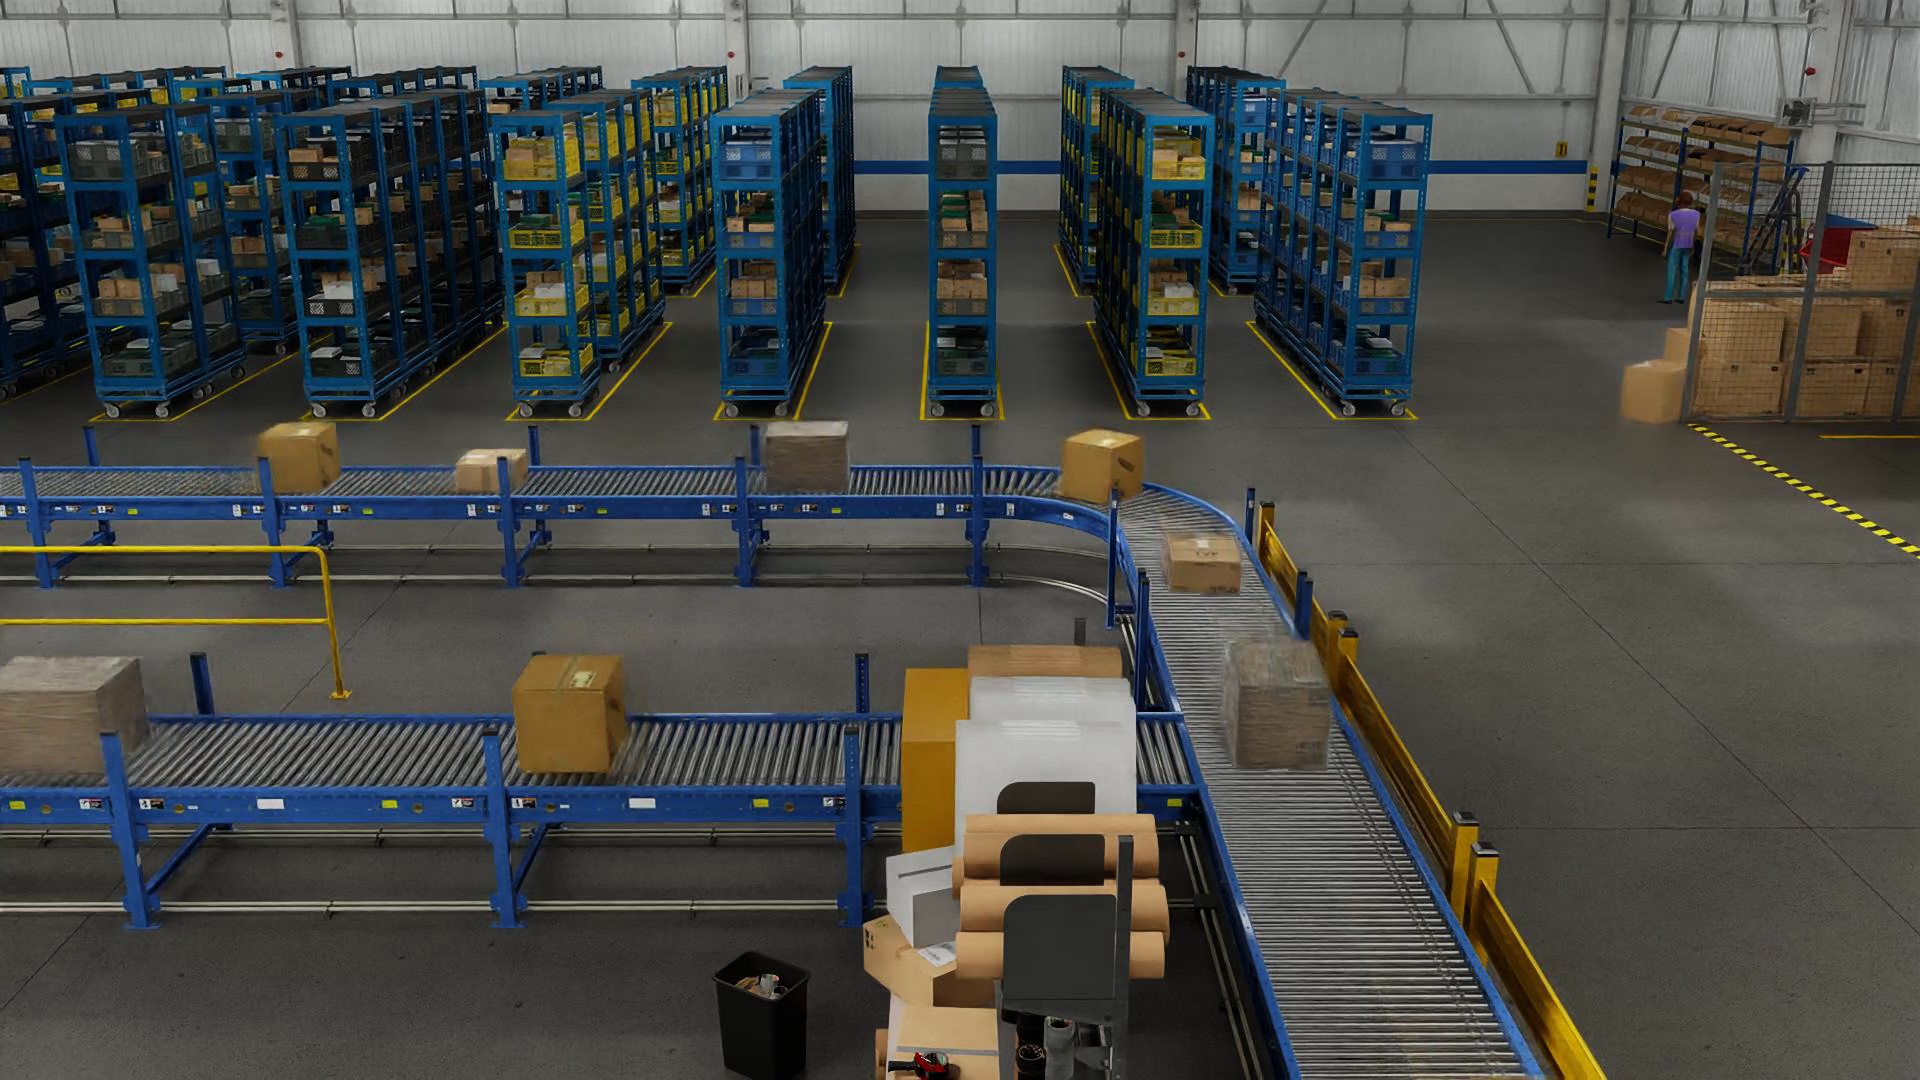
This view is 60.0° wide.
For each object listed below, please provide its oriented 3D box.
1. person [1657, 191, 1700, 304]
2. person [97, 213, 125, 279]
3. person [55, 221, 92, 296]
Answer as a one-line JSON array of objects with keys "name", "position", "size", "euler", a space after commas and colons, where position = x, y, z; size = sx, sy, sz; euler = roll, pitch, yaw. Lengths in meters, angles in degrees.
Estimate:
[{"name": "person", "position": [11.903, -4.818, 27.496], "size": [0.570, 1.841, 0.380], "euler": [-4, 18, -13]}, {"name": "person", "position": [-13.803, -4.610, 26.972], "size": [0.909, 1.772, 0.578], "euler": [2, 18, 8]}, {"name": "person", "position": [-13.874, -4.436, 26.152], "size": [0.387, 1.948, 0.602], "euler": [10, 21, 28]}]
